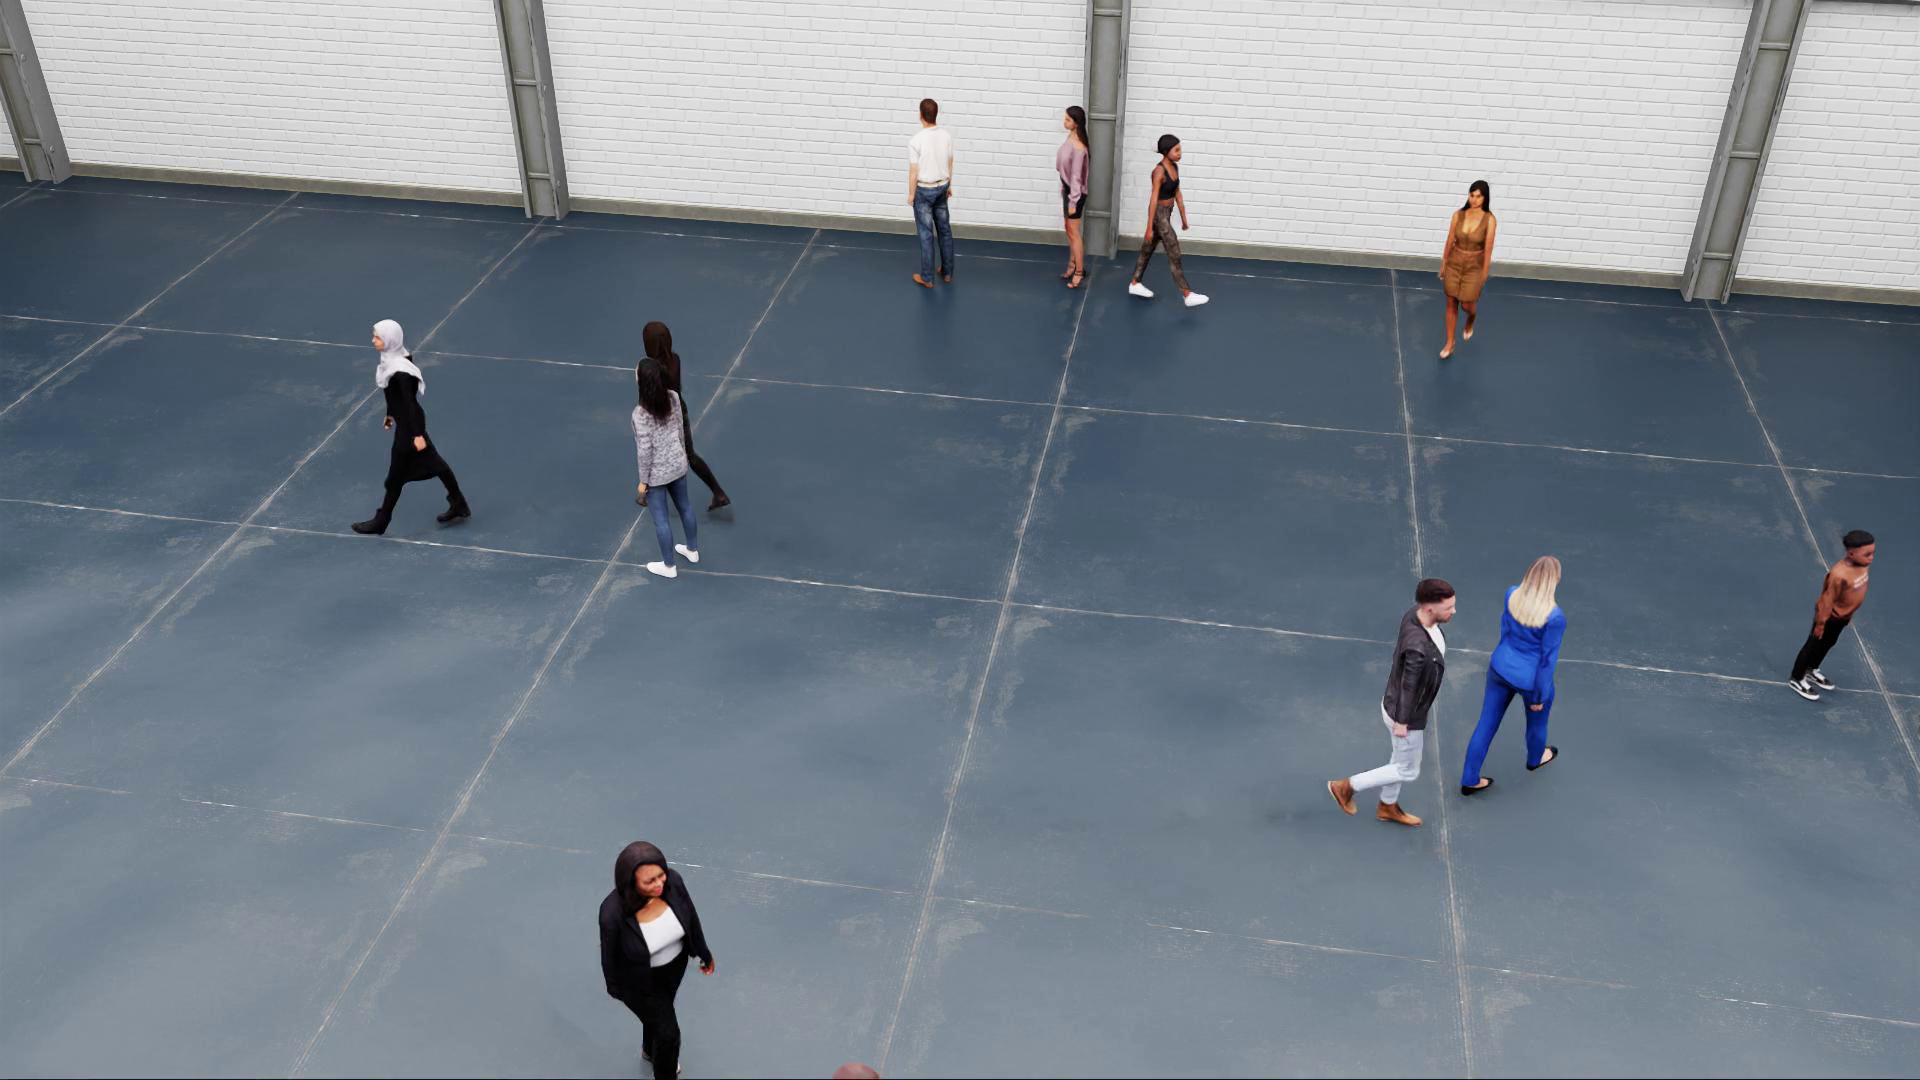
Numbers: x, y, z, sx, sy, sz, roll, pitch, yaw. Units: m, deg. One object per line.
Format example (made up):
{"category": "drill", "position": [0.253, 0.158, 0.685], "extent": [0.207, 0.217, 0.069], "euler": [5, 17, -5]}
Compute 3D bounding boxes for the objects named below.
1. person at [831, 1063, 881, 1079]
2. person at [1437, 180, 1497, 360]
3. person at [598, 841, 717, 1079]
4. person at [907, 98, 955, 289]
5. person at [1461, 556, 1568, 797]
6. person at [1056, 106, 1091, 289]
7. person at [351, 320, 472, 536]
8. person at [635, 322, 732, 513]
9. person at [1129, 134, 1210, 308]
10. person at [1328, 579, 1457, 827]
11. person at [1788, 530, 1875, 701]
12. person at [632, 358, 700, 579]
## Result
{"category": "person", "position": [-0.397, 2.792, 6.924], "extent": [0.694, 1.819, 0.722], "euler": [15, 36, 21]}
{"category": "person", "position": [4.557, -2.441, 14.925], "extent": [0.754, 1.676, 0.779], "euler": [21, 39, 29]}
{"category": "person", "position": [-1.566, 2.073, 8.206], "extent": [0.863, 1.597, 0.798], "euler": [22, 39, 29]}
{"category": "person", "position": [-0.274, -3.374, 16.169], "extent": [0.732, 1.853, 0.799], "euler": [-20, 39, -27]}
{"category": "person", "position": [3.280, 0.875, 9.943], "extent": [1.075, 1.670, 1.013], "euler": [-19, 38, -26]}
{"category": "person", "position": [1.120, -3.336, 16.149], "extent": [0.647, 1.812, 0.714], "euler": [-4, 34, -6]}
{"category": "person", "position": [-4.025, -0.841, 12.463], "extent": [1.191, 1.738, 1.023], "euler": [-14, 36, -20]}
{"category": "person", "position": [-2.130, -0.879, 12.634], "extent": [1.100, 1.610, 0.761], "euler": [14, 36, 20]}
{"category": "person", "position": [1.841, -3.060, 15.871], "extent": [1.162, 1.660, 0.847], "euler": [18, 38, 25]}
{"category": "person", "position": [2.513, 0.972, 9.660], "extent": [0.821, 1.821, 0.685], "euler": [7, 34, 11]}
{"category": "person", "position": [5.740, 0.464, 10.938], "extent": [0.583, 1.252, 0.651], "euler": [-19, 38, -26]}
{"category": "person", "position": [-2.140, -0.525, 11.993], "extent": [0.683, 1.732, 0.686], "euler": [23, 40, 31]}
